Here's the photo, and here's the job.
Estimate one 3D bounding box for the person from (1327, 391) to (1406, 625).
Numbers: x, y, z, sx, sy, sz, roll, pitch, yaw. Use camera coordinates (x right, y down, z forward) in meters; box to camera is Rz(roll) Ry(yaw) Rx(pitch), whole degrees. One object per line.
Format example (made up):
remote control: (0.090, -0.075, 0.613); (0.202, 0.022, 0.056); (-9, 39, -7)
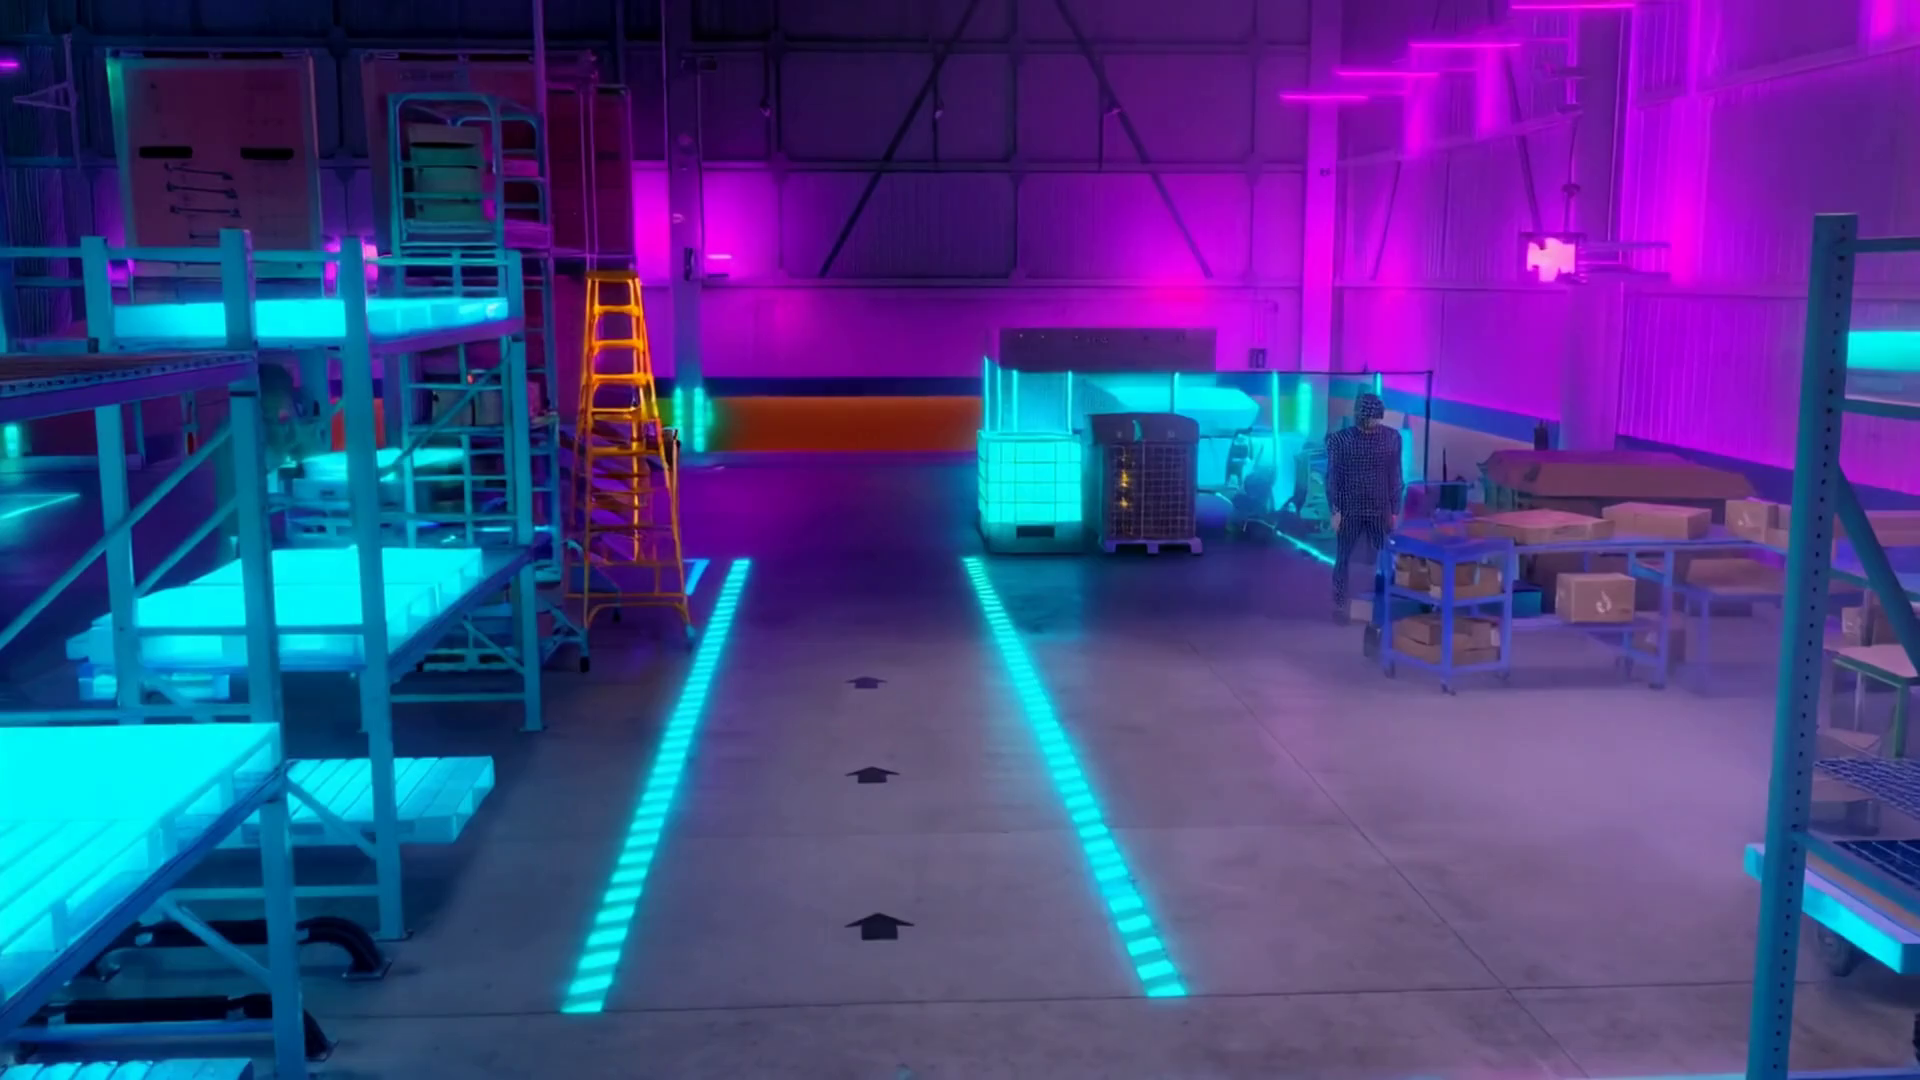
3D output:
person: (3.338, -0.257, 13.701); (0.628, 1.936, 0.375); (0, 9, 0)

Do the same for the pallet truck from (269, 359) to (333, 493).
pallet truck: (-7.062, -1.131, 18.996); (1.885, 1.965, 0.823); (2, 9, 13)
